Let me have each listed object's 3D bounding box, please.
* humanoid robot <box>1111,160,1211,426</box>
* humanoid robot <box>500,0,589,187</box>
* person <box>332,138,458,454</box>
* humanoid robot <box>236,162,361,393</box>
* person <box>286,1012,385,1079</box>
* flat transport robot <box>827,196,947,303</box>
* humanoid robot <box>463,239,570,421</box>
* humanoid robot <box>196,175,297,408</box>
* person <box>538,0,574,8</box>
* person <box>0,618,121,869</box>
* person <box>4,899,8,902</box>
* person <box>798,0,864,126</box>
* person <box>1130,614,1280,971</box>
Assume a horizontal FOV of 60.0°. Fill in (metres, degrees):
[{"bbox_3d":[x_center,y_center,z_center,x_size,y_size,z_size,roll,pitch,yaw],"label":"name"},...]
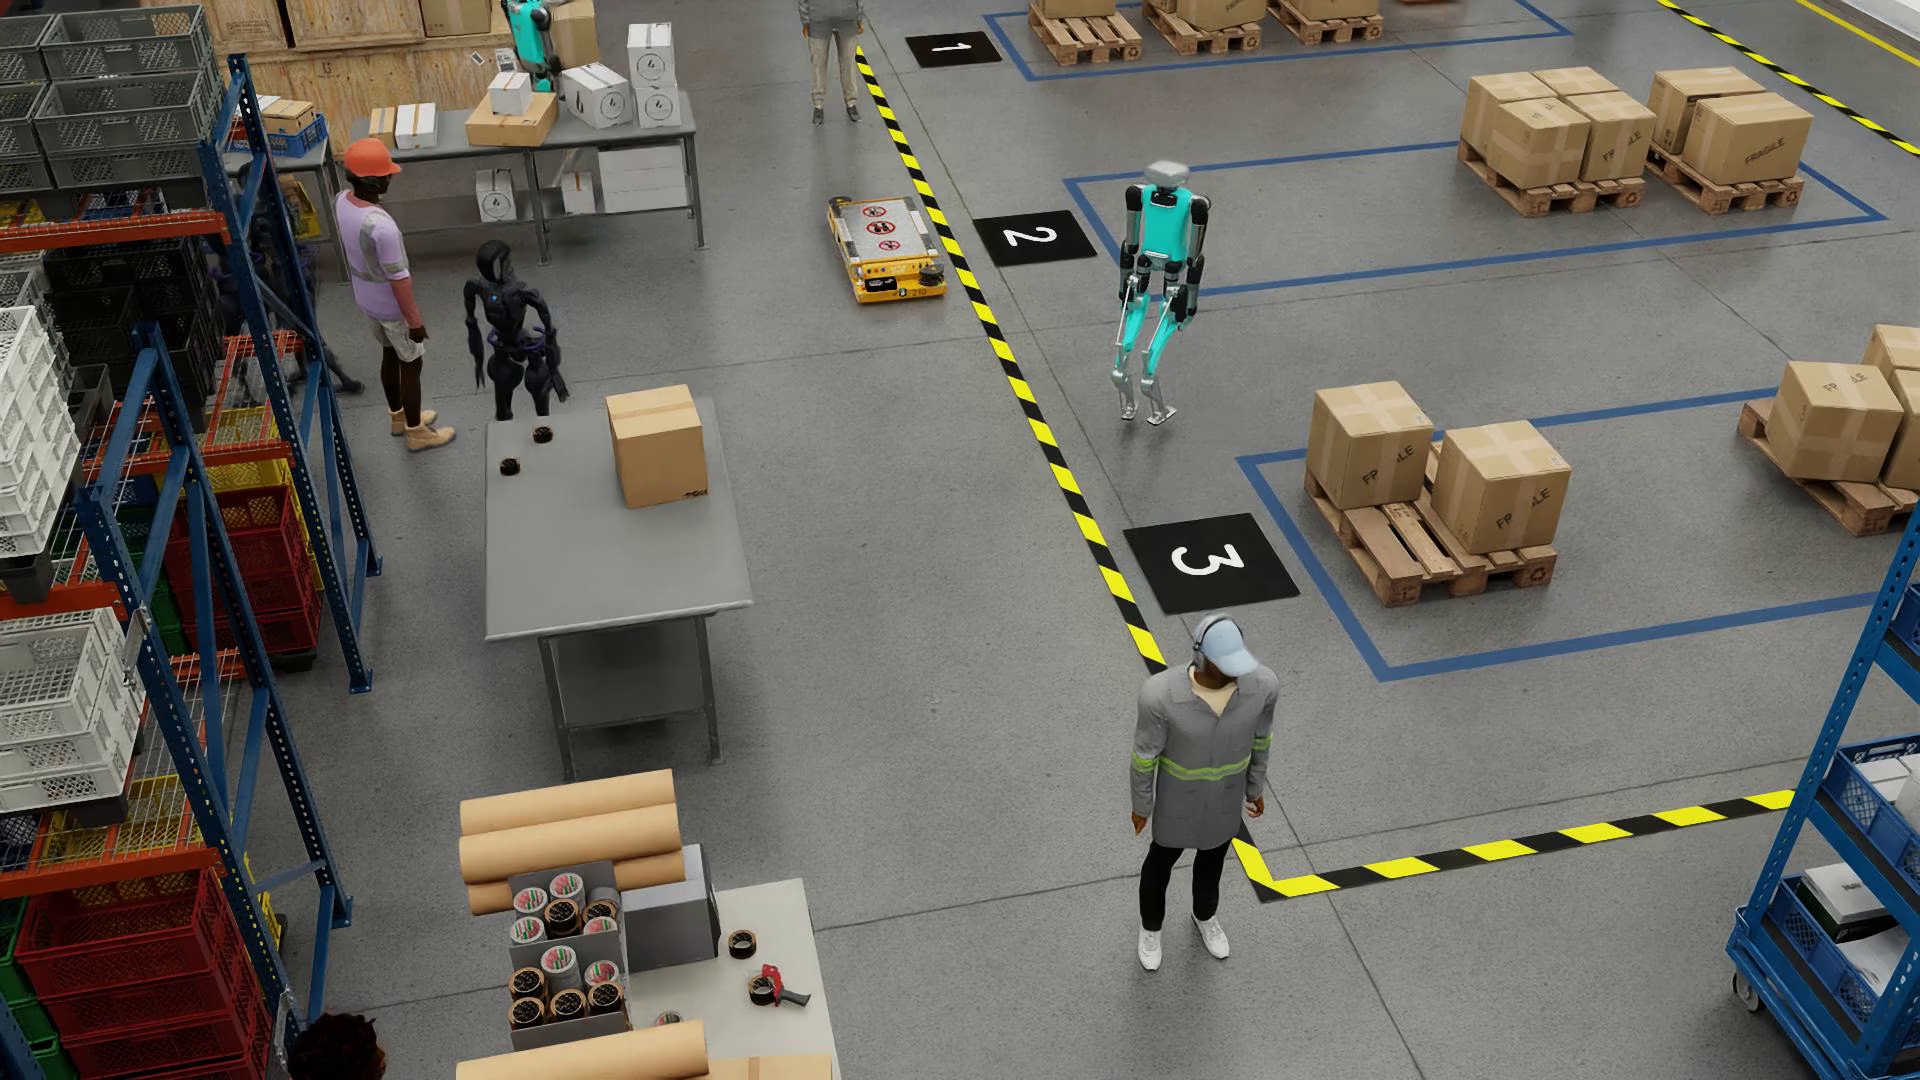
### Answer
[{"bbox_3d":[1.136,-1.428,10.134,0.533,1.673,0.735,17,40,22],"label":"humanoid robot"},{"bbox_3d":[-3.080,-3.703,13.308,0.545,1.768,0.953,29,45,33],"label":"humanoid robot"},{"bbox_3d":[-3.424,-1.456,10.038,0.399,2.030,0.613,-30,46,-34],"label":"person"},{"bbox_3d":[-4.277,-1.642,10.599,0.597,1.644,0.603,-5,37,-7],"label":"humanoid robot"},{"bbox_3d":[-1.778,2.166,5.220,0.602,1.966,0.367,25,43,29],"label":"person"},{"bbox_3d":[-0.570,-2.220,12.538,0.659,0.231,1.431,-8,37,-10],"label":"flat transport robot"},{"bbox_3d":[-2.582,-1.074,9.824,0.610,1.644,0.490,9,38,12],"label":"humanoid robot"},{"bbox_3d":[-4.587,-1.610,10.529,0.347,1.651,0.588,15,39,20],"label":"humanoid robot"},{"bbox_3d":[-3.458,-4.545,14.266,0.411,1.939,0.602,23,42,28],"label":"person"},{"bbox_3d":[-4.158,0.775,7.194,0.627,1.842,0.429,-15,39,-19],"label":"person"},{"bbox_3d":[-4.525,0.990,6.920,0.403,1.823,0.588,22,42,27],"label":"person"},{"bbox_3d":[-1.101,-4.464,14.295,0.572,1.768,0.398,-7,37,-10],"label":"person"},{"bbox_3d":[0.986,1.046,6.820,0.597,1.851,0.377,-7,37,-9],"label":"person"}]
